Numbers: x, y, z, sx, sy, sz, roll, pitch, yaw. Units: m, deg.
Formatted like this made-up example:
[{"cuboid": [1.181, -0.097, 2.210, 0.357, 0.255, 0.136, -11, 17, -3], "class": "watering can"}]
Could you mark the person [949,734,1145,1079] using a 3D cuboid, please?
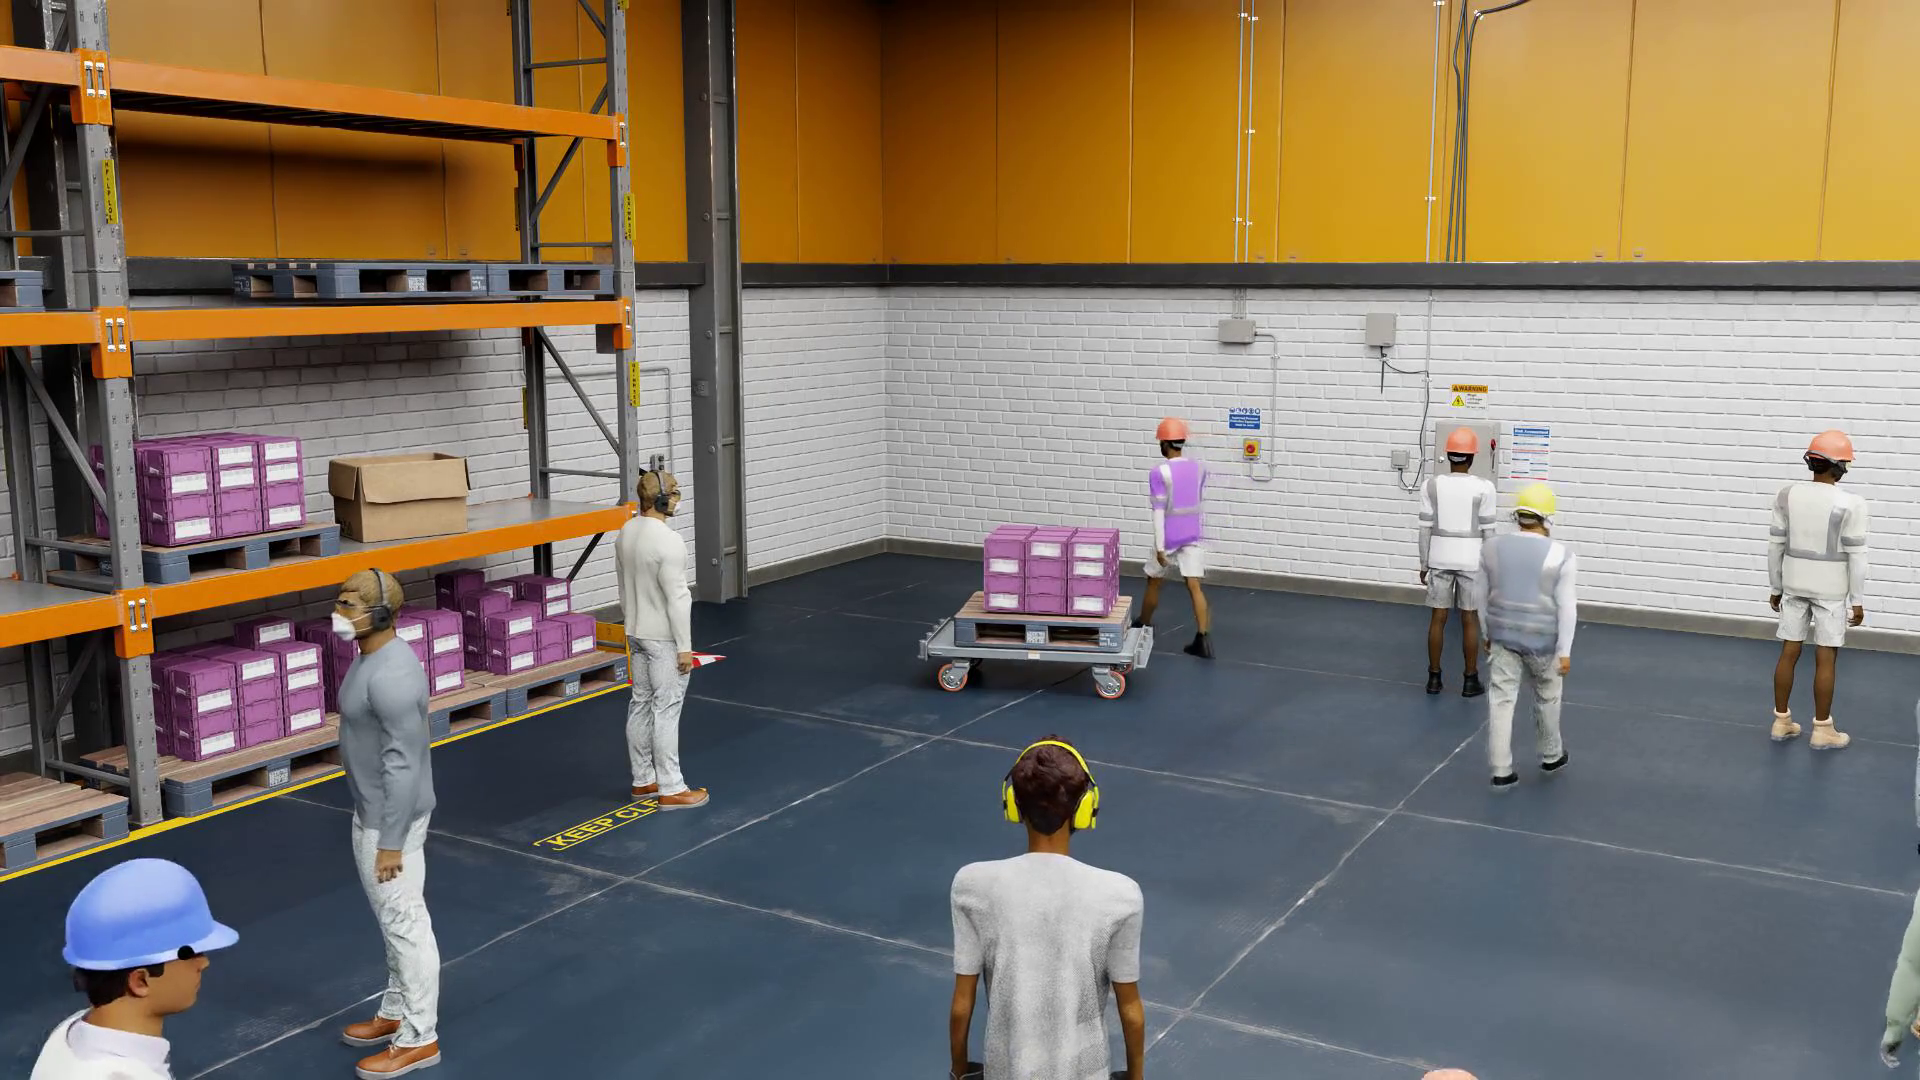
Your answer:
[{"cuboid": [0.224, 1.421, 4.298, 0.538, 1.866, 0.313, 1, 9, 8], "class": "person"}]

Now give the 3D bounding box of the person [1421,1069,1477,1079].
[{"cuboid": [0.706, 1.715, 2.399, 0.567, 1.879, 0.918, 9, 13, 43], "class": "person"}]

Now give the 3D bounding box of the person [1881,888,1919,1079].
[{"cuboid": [2.938, 1.490, 4.726, 0.583, 1.579, 0.857, 8, 12, 42], "class": "person"}]

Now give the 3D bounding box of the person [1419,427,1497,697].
[{"cuboid": [3.566, 0.160, 11.941, 0.542, 1.939, 0.363, 5, 10, 27], "class": "person"}]

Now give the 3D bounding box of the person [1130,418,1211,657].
[{"cuboid": [1.709, -0.037, 13.359, 0.552, 1.884, 1.011, -4, 10, -25], "class": "person"}]

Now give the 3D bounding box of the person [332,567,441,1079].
[{"cuboid": [-2.189, 1.059, 6.329, 0.367, 1.940, 0.634, -4, 10, -26], "class": "person"}]

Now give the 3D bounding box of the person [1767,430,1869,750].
[{"cuboid": [5.496, 0.313, 10.656, 0.373, 2.042, 0.614, -6, 11, -35], "class": "person"}]

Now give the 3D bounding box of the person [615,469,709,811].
[{"cuboid": [-1.708, 0.561, 9.438, 0.372, 1.940, 0.630, -8, 12, -41], "class": "person"}]

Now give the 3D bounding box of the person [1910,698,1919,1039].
[{"cuboid": [3.981, 1.106, 6.404, 0.625, 1.832, 0.435, -1, 9, -9], "class": "person"}]

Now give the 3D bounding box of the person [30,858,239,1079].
[{"cuboid": [-1.564, 1.557, 3.239, 0.507, 1.928, 0.605, -7, 12, -39], "class": "person"}]

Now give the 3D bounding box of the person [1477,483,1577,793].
[{"cuboid": [3.392, 0.559, 9.864, 0.617, 1.798, 0.834, 7, 12, 38], "class": "person"}]
